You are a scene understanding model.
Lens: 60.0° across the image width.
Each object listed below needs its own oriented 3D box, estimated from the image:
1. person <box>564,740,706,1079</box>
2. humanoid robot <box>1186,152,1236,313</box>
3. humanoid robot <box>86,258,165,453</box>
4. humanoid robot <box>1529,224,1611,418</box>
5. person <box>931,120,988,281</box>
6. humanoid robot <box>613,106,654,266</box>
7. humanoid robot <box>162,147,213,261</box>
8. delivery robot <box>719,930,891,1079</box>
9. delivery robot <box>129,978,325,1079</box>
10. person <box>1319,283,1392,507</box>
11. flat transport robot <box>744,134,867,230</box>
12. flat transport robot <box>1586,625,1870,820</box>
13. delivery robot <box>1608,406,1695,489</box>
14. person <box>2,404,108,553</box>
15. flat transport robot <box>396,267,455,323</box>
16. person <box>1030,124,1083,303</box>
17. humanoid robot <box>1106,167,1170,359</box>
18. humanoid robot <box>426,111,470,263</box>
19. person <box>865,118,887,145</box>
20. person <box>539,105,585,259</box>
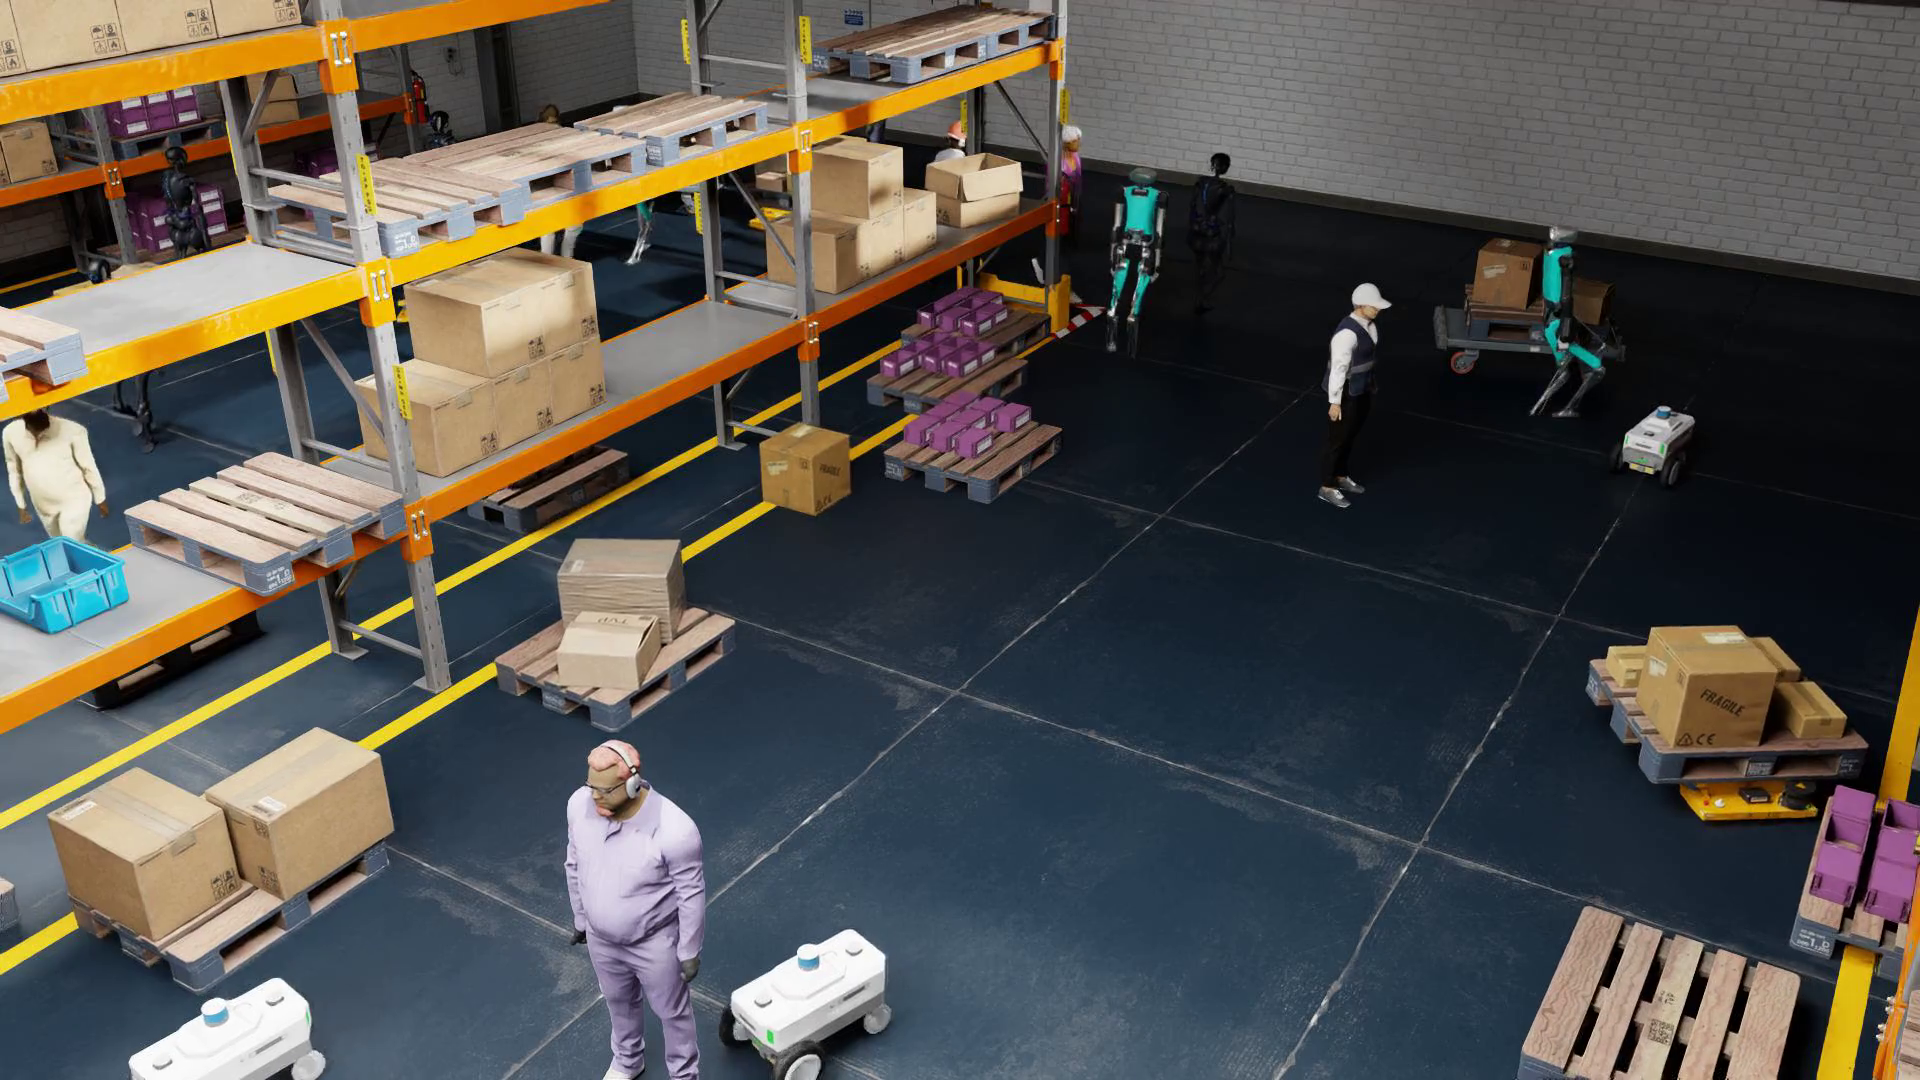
[{"bbox_3d":[-1.394,1.676,7.087,0.654,1.906,0.411,11,29,21],"label":"person"},{"bbox_3d":[2.461,-3.064,16.685,0.394,1.645,0.604,-22,34,-36],"label":"humanoid robot"},{"bbox_3d":[-6.856,-1.550,13.708,0.588,1.641,0.460,-3,27,-5],"label":"humanoid robot"},{"bbox_3d":[5.250,-1.791,14.141,0.780,1.796,0.546,-1,27,-1],"label":"humanoid robot"},{"bbox_3d":[-0.047,-3.573,17.629,0.721,1.726,0.575,-21,34,-36],"label":"person"},{"bbox_3d":[-3.541,-3.955,18.402,0.575,1.778,0.890,12,29,22],"label":"humanoid robot"},{"bbox_3d":[-7.919,-3.225,17.052,0.608,1.629,0.787,16,31,28],"label":"humanoid robot"},{"bbox_3d":[-0.684,2.127,7.682,0.766,0.587,0.499,-22,34,-36],"label":"delivery robot"},{"bbox_3d":[-3.243,2.287,7.366,0.499,0.585,0.765,21,34,36],"label":"delivery robot"},{"bbox_3d":[3.018,-1.134,12.785,0.451,1.755,0.770,17,32,30],"label":"person"},{"bbox_3d":[-1.859,-3.976,20.033,0.659,0.231,1.431,15,30,26],"label":"flat transport robot"},{"bbox_3d":[4.429,1.174,9.884,0.659,0.231,1.431,-1,27,-2],"label":"flat transport robot"},{"bbox_3d":[5.613,-0.787,13.425,0.525,0.587,0.751,22,34,36],"label":"delivery robot"},{"bbox_3d":[-6.056,-0.317,11.220,0.573,1.721,0.804,1,27,1],"label":"person"},{"bbox_3d":[-5.359,-2.565,17.253,0.659,0.231,1.431,-2,27,-4],"label":"flat transport robot"},{"bbox_3d":[1.017,-3.383,17.137,0.666,1.832,0.508,18,32,32],"label":"person"},{"bbox_3d":[1.599,-2.513,15.592,0.532,1.839,0.703,11,29,20],"label":"humanoid robot"},{"bbox_3d":[-5.603,-3.887,18.286,0.599,1.657,0.315,16,31,28],"label":"humanoid robot"},{"bbox_3d":[-1.077,-5.292,21.116,0.281,1.633,0.499,7,28,13],"label":"person"},{"bbox_3d":[-4.292,-3.675,17.641,0.469,1.904,0.669,23,35,38],"label":"person"}]
